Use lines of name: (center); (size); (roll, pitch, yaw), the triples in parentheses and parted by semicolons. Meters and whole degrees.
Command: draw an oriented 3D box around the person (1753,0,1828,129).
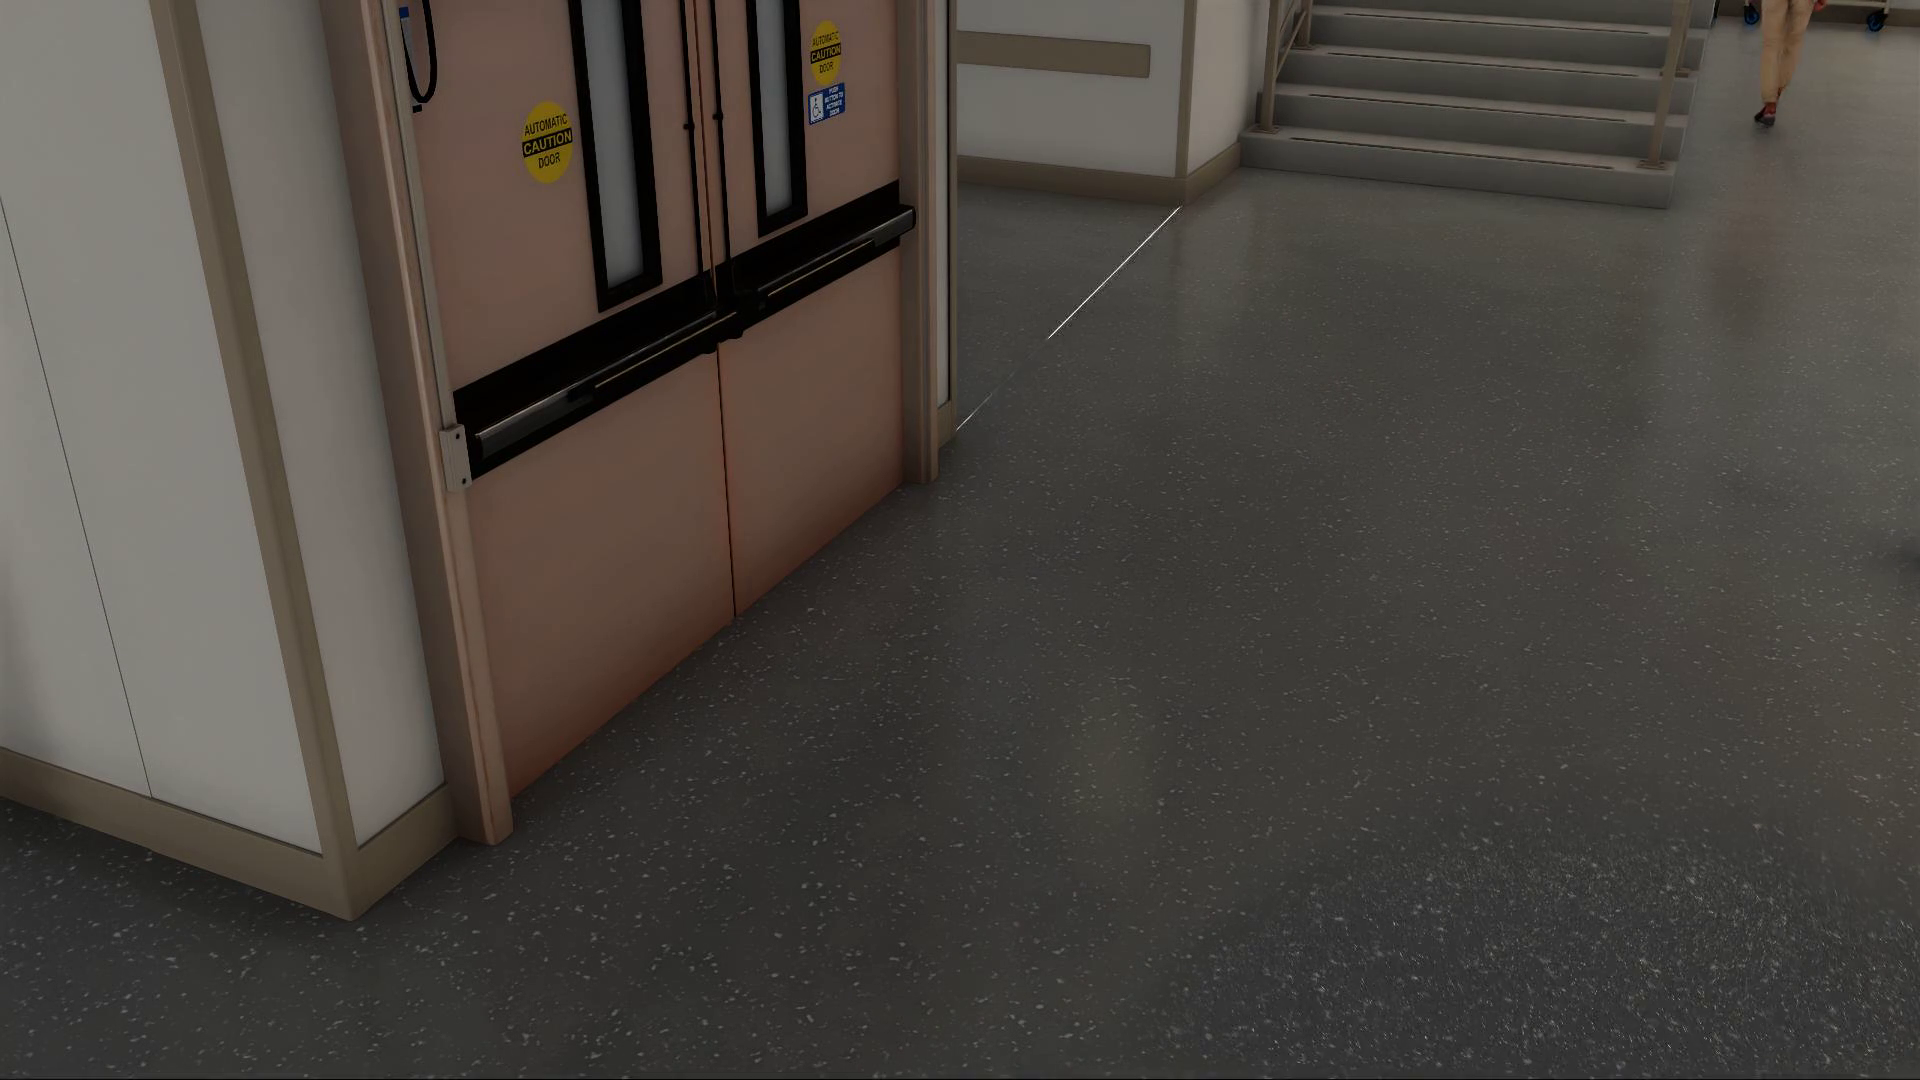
person: (5.685, -3.733, 11.362); (0.772, 1.809, 1.170); (6, 26, 13)
